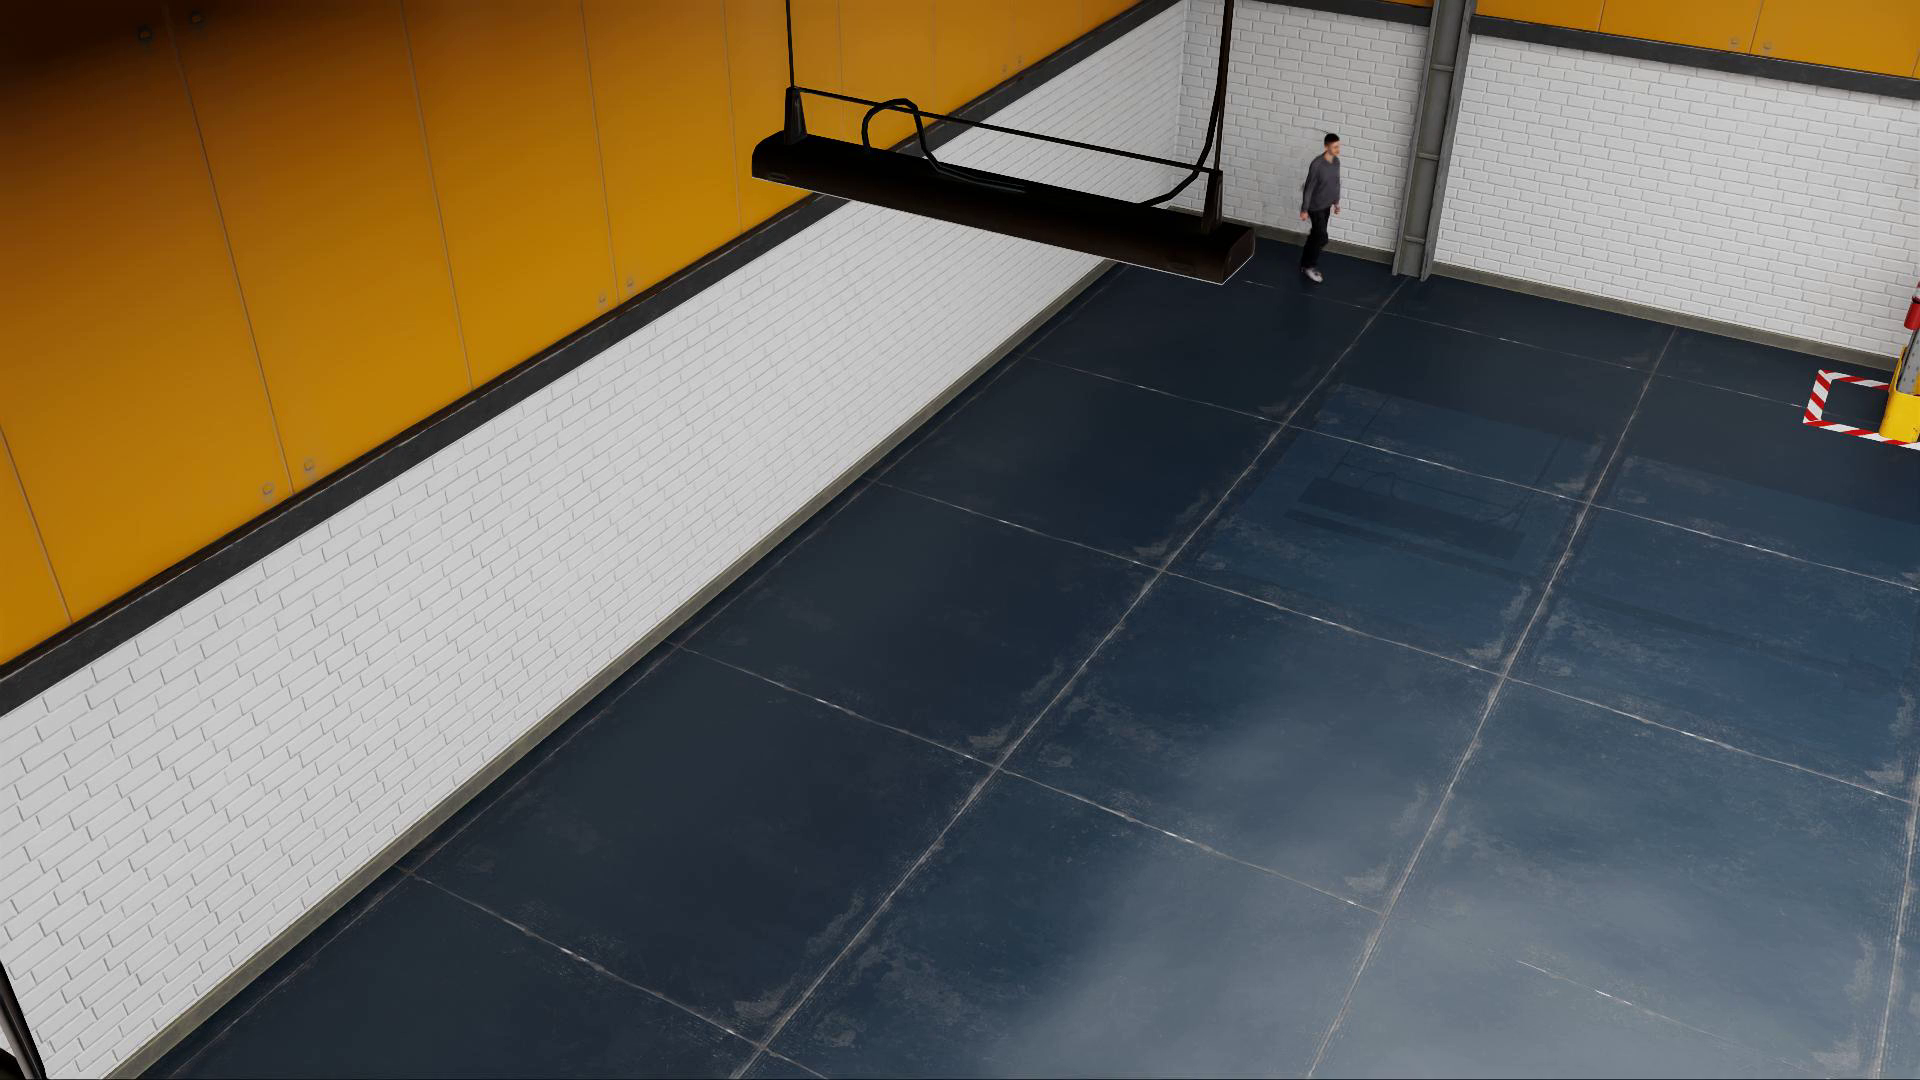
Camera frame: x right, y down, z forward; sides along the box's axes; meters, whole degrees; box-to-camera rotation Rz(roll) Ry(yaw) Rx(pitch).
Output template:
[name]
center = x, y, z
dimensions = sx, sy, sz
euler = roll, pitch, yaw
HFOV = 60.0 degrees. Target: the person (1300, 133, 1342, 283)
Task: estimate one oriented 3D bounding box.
[person]
center = 4.106, -3.899, 19.305
dimensions = 0.695, 1.747, 0.692
euler = 26, 42, 34
